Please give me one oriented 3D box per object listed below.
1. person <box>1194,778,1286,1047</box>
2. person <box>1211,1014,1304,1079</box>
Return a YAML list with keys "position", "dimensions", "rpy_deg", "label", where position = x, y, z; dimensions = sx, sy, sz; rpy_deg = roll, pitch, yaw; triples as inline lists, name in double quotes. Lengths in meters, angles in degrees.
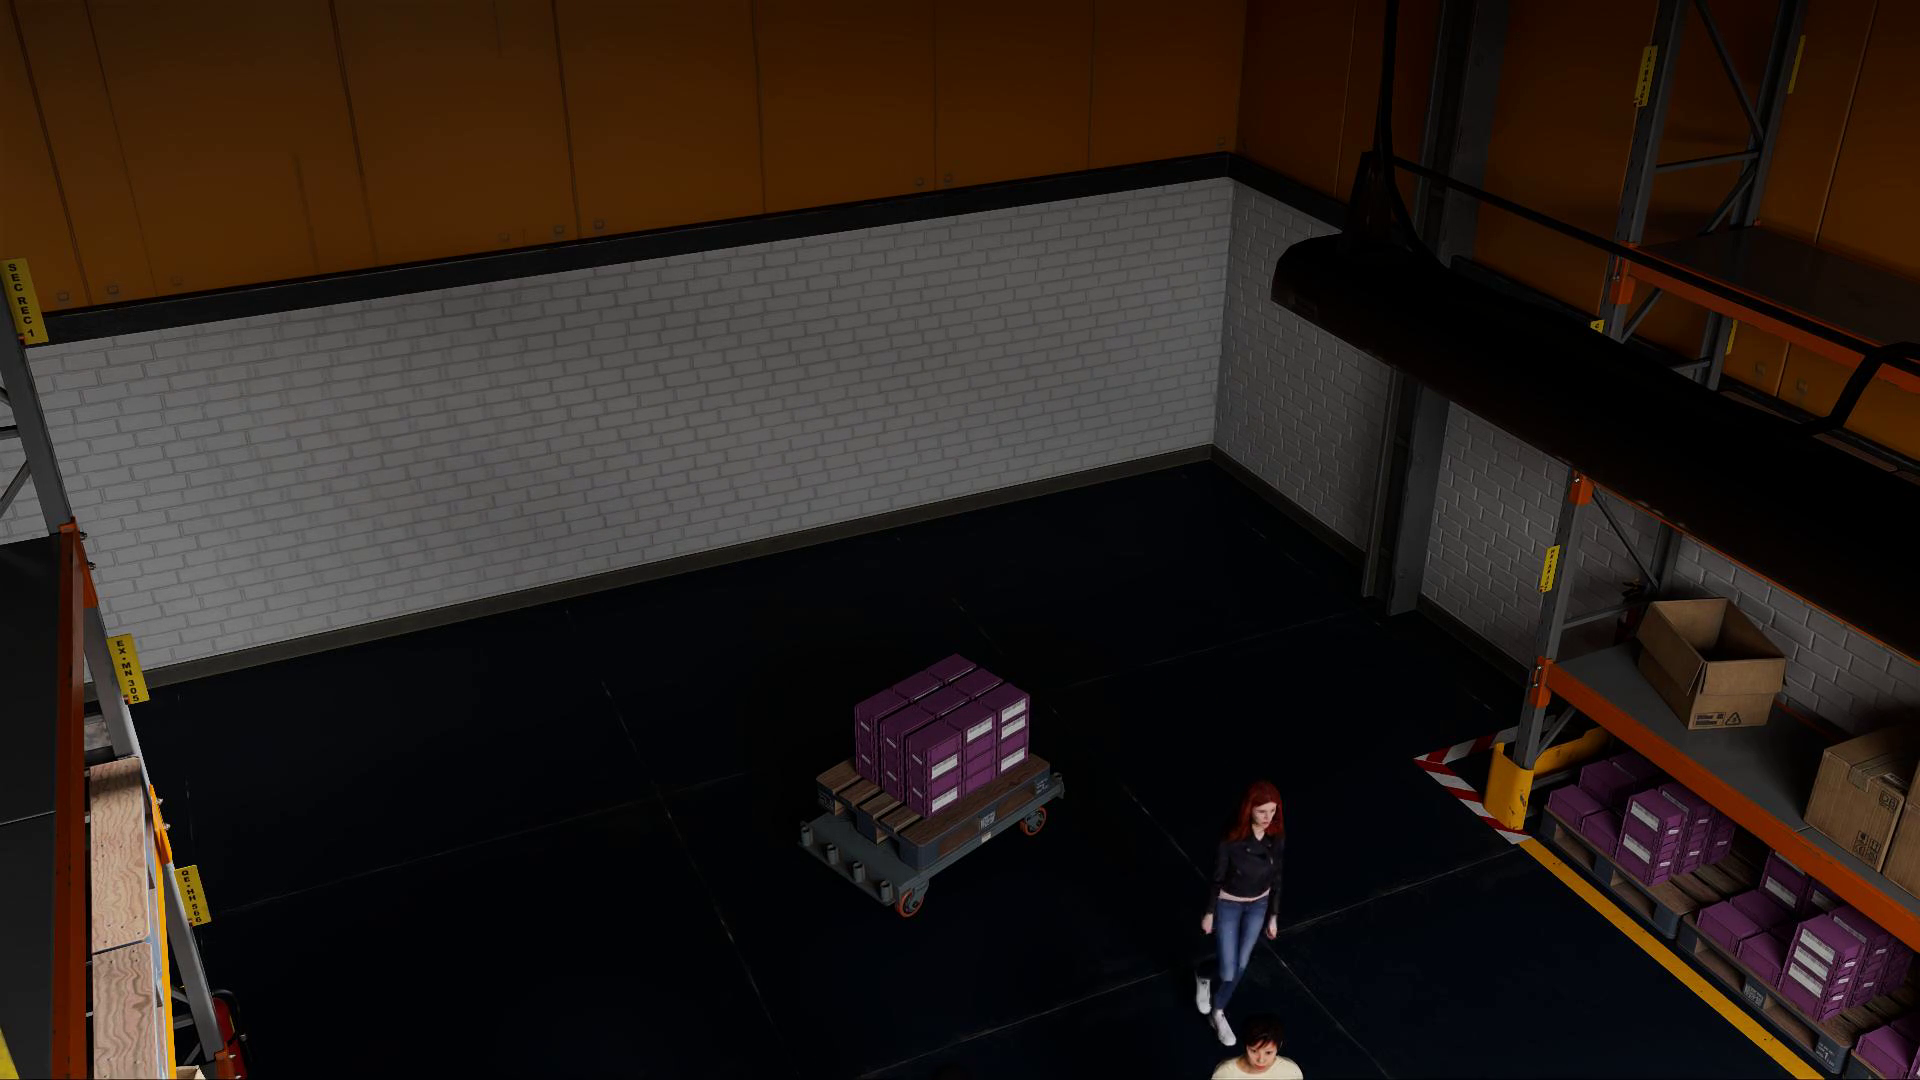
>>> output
- position: [1.546, 2.028, 9.363]
  dimensions: [0.644, 1.774, 0.734]
  rpy_deg: [-6, 29, -11]
  label: "person"
- position: [1.389, 2.893, 7.972]
  dimensions: [0.656, 1.588, 0.622]
  rpy_deg: [0, 29, 0]
  label: "person"
